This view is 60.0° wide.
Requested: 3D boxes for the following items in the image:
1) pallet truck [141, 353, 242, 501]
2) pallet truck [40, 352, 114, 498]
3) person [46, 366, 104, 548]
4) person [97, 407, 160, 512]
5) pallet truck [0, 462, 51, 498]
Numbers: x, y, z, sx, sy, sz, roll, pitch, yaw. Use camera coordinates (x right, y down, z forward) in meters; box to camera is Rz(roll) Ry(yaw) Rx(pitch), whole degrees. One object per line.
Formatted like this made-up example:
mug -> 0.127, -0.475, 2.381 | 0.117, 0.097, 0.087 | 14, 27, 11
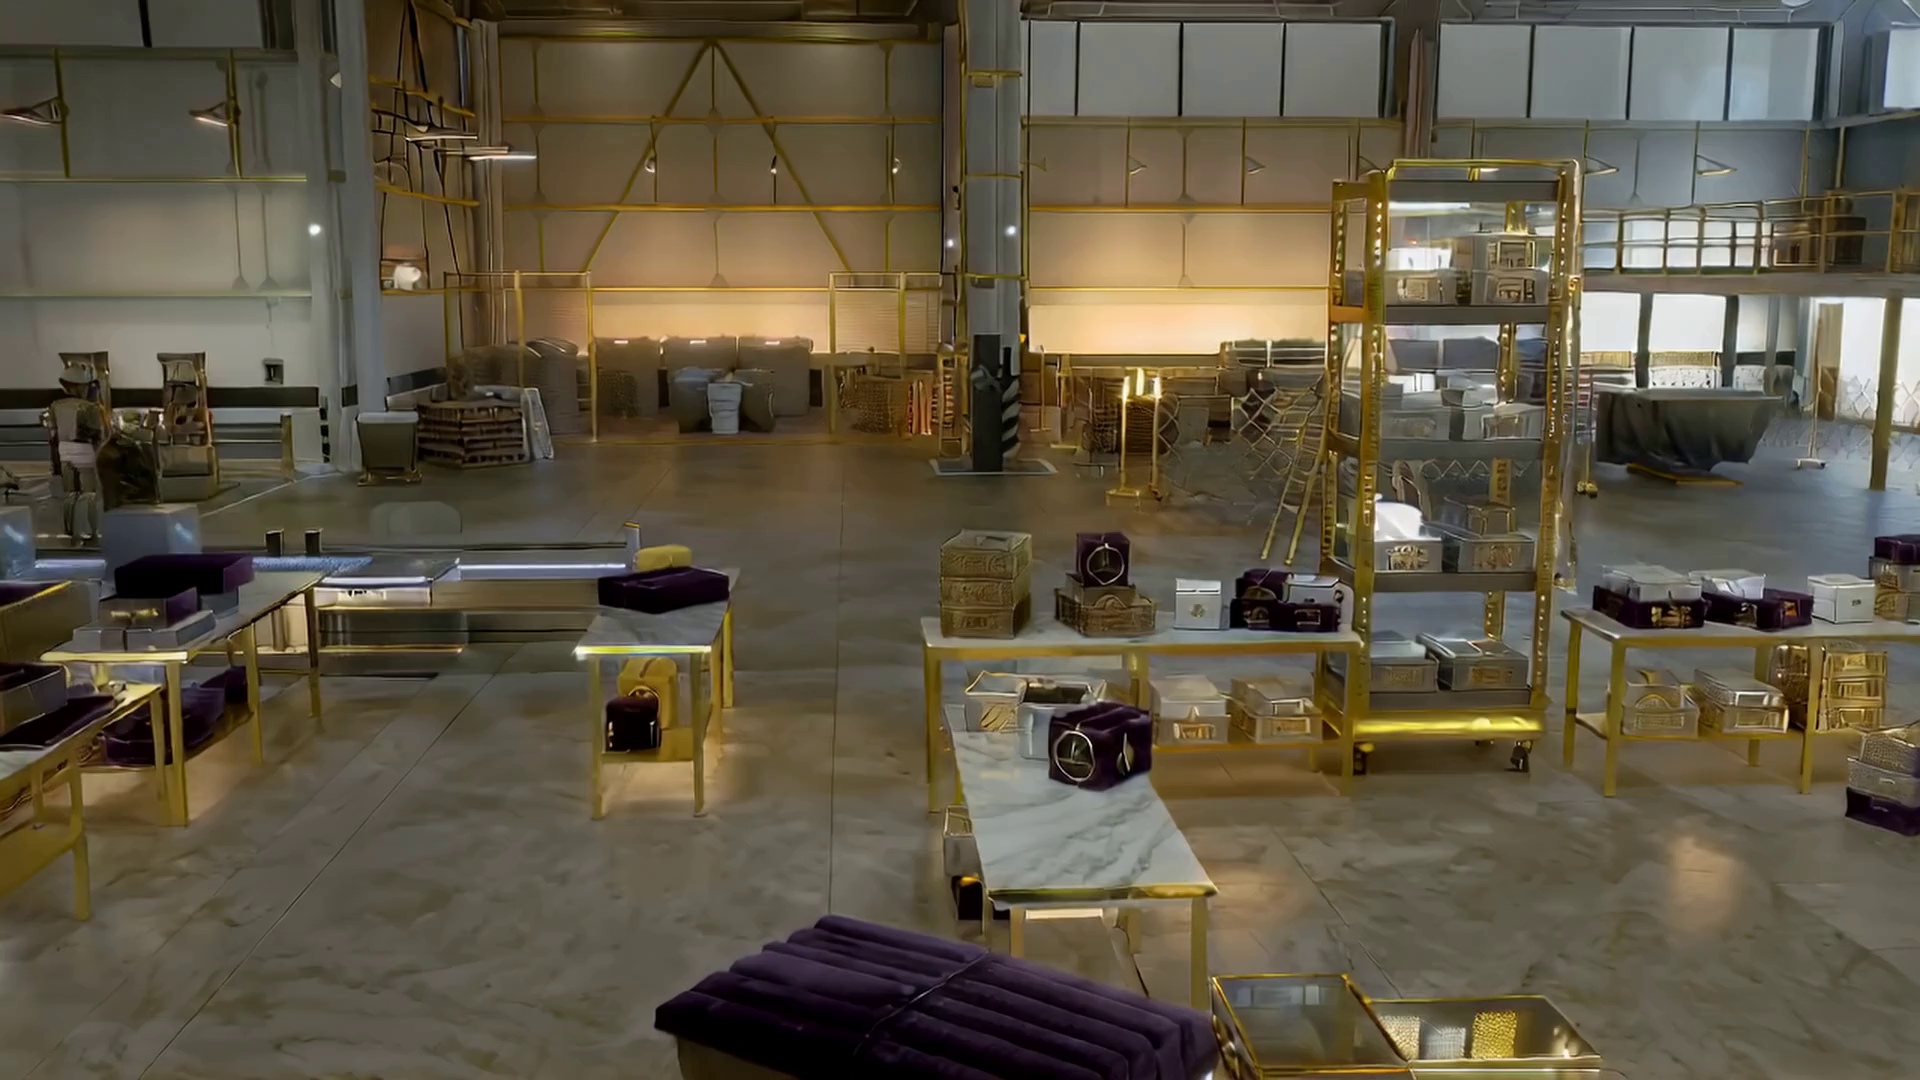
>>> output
pallet truck -> -10.520, -1.604, 22.925 | 0.823, 1.965, 1.885 | -1, 9, -6
pallet truck -> -11.907, -1.642, 23.165 | 0.823, 1.965, 1.885 | 0, 9, 0
person -> -9.653, -0.881, 18.241 | 0.608, 2.044, 0.371 | 1, 9, 9
person -> -7.407, -0.252, 14.819 | 0.857, 1.881, 0.651 | 1, 9, 7
pallet truck -> -13.193, -1.293, 23.148 | 0.653, 1.274, 1.630 | -1, 9, -4
